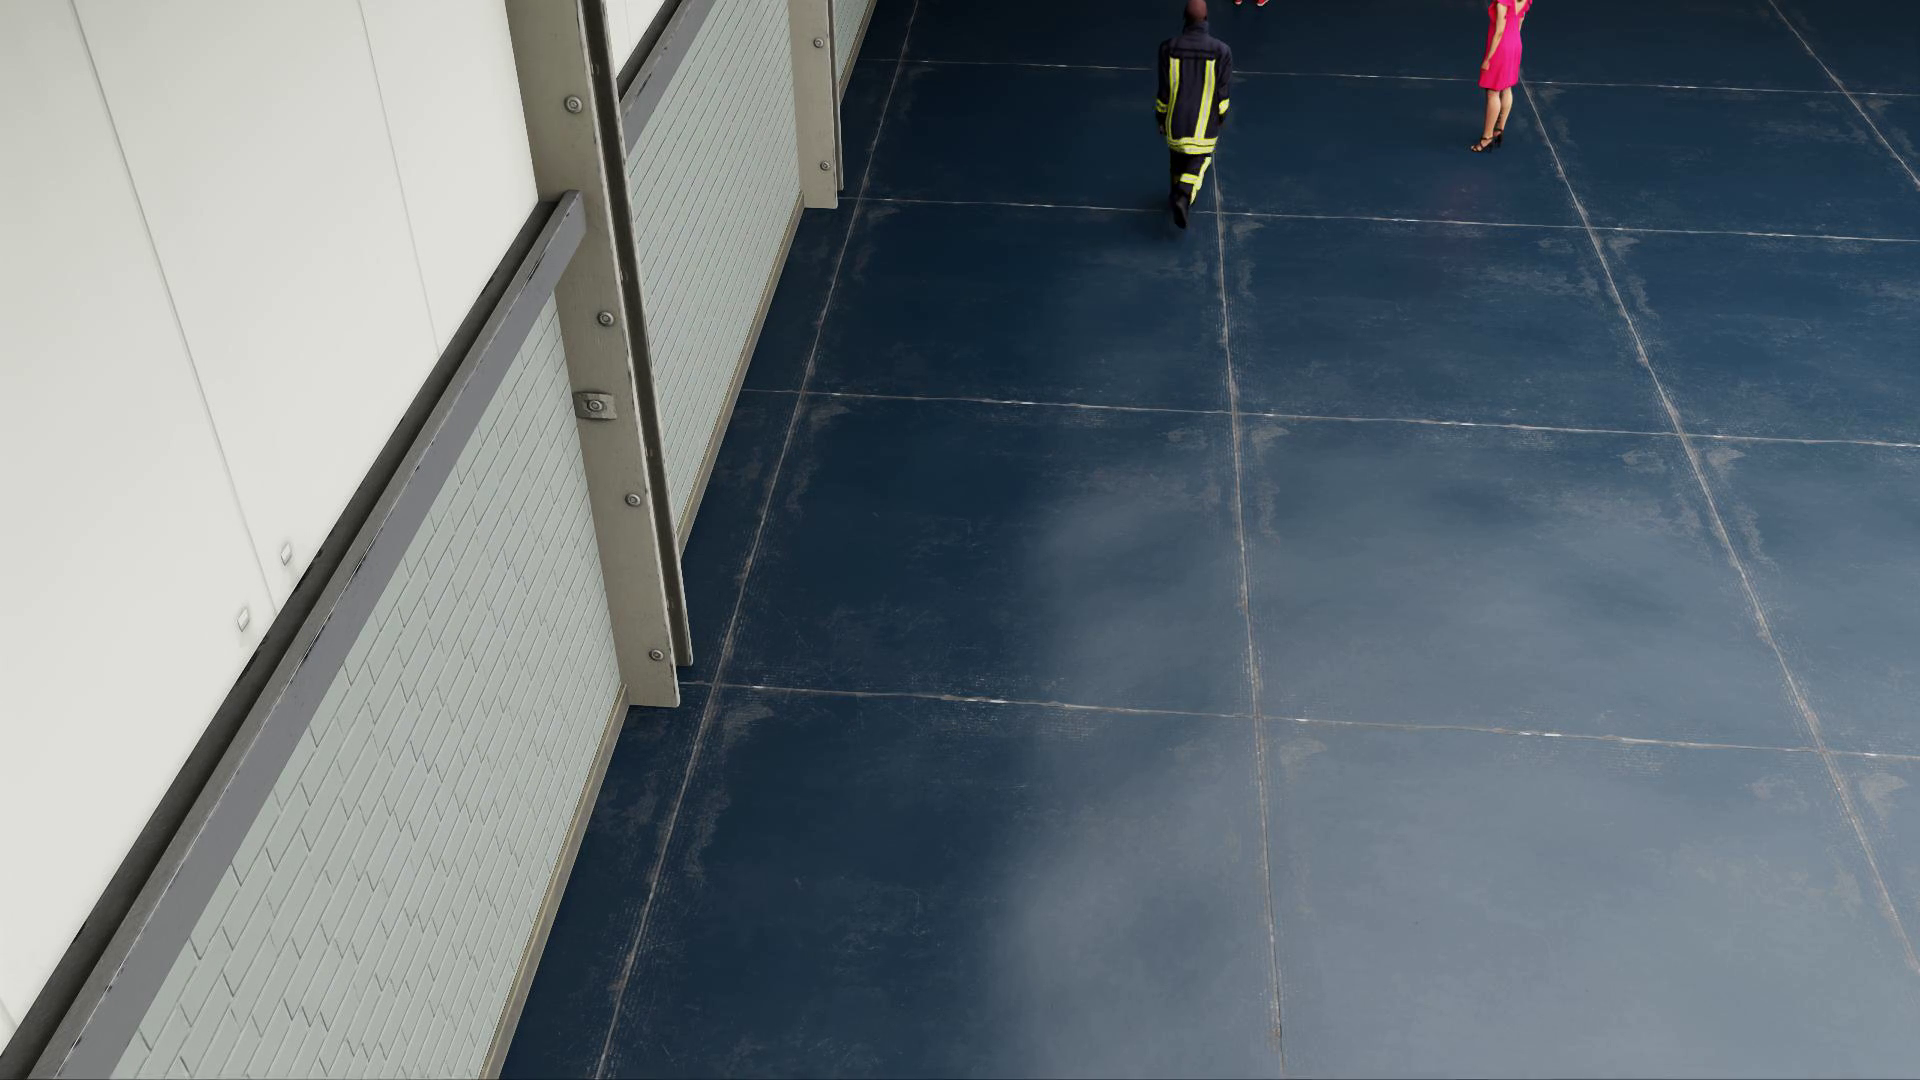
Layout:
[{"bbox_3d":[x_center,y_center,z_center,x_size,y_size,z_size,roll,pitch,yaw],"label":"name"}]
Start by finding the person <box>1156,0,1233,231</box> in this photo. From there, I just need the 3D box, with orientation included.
[{"bbox_3d":[1.826,-3.351,13.138,0.915,1.799,1.180,12,40,15],"label":"person"}]

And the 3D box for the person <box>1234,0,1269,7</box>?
[{"bbox_3d":[3.055,-6.384,17.047,0.662,1.758,0.624,9,39,11],"label":"person"}]

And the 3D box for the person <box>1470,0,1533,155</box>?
[{"bbox_3d":[4.659,-4.174,14.248,0.659,1.727,0.717,-27,46,-31],"label":"person"}]
